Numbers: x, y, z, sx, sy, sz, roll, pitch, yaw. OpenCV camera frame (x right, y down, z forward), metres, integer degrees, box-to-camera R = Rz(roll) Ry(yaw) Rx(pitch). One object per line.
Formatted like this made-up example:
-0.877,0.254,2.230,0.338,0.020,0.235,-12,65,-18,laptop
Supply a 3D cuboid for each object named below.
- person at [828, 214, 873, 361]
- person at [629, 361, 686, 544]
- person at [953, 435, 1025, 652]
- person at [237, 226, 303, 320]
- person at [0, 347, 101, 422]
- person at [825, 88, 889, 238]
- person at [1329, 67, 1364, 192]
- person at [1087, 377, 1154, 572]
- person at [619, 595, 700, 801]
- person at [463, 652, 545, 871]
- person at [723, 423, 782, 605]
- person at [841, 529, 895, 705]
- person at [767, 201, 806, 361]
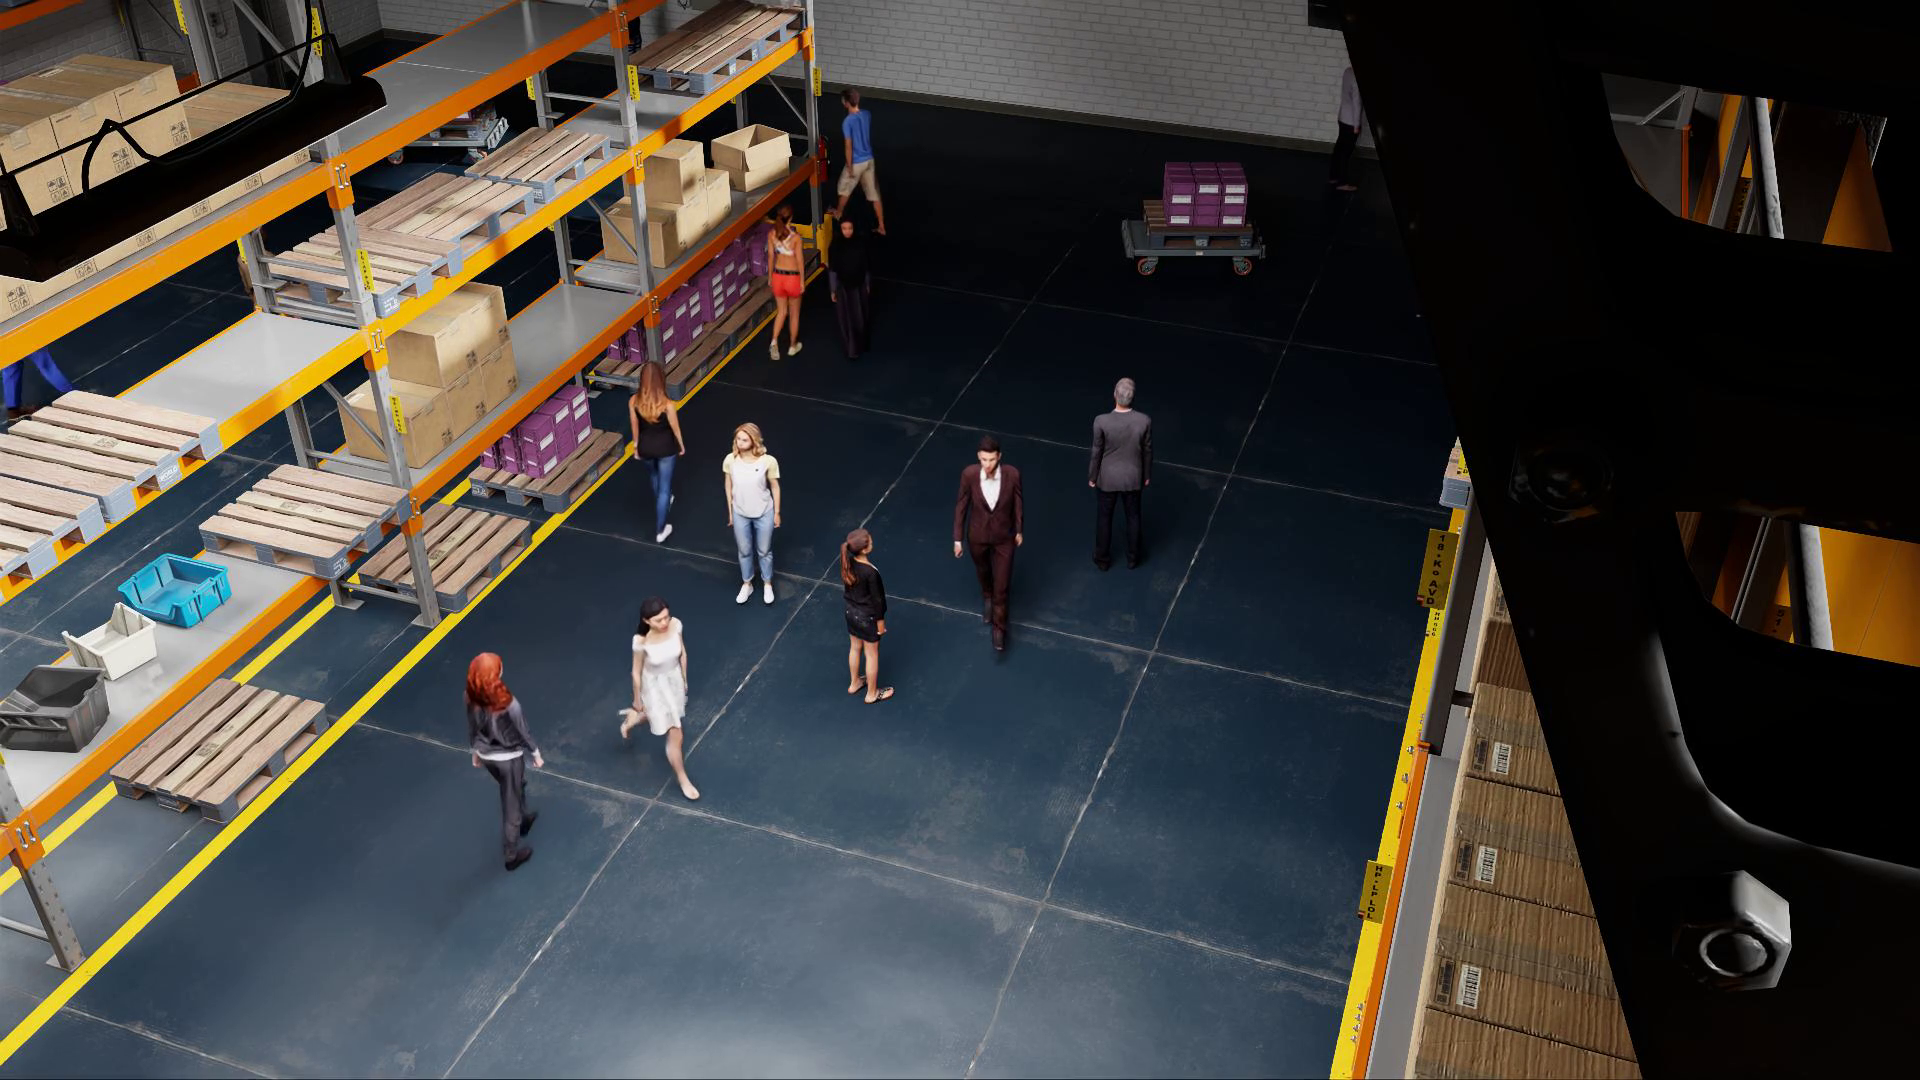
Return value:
-1.177,-2.744,17.798,0.759,1.608,0.845,-3,34,-5,person
-2.707,-0.739,14.706,0.639,1.693,0.925,8,34,11,person
0.256,-0.075,13.589,0.906,1.822,1.213,3,34,4,person
-7.029,-2.373,17.044,0.716,1.825,0.546,11,35,16,person
-9.472,-2.017,16.509,1.231,1.825,1.078,-23,40,-31,person
-1.157,-4.578,20.377,1.290,1.808,1.120,-26,42,-33,person
5.091,-5.526,21.765,0.816,1.850,0.674,-4,34,-6,person
1.375,-0.565,14.311,0.799,1.840,0.754,-3,34,-4,person
-2.190,1.066,11.950,1.126,1.737,0.976,-27,42,-34,person
-3.132,1.538,11.220,0.615,1.759,0.757,13,36,18,person
-1.729,-0.235,13.920,0.680,1.723,0.635,2,34,3,person
-0.748,0.570,12.859,0.618,1.556,0.653,28,43,35,person
-1.862,-2.681,17.552,0.587,1.775,0.901,11,35,16,person
